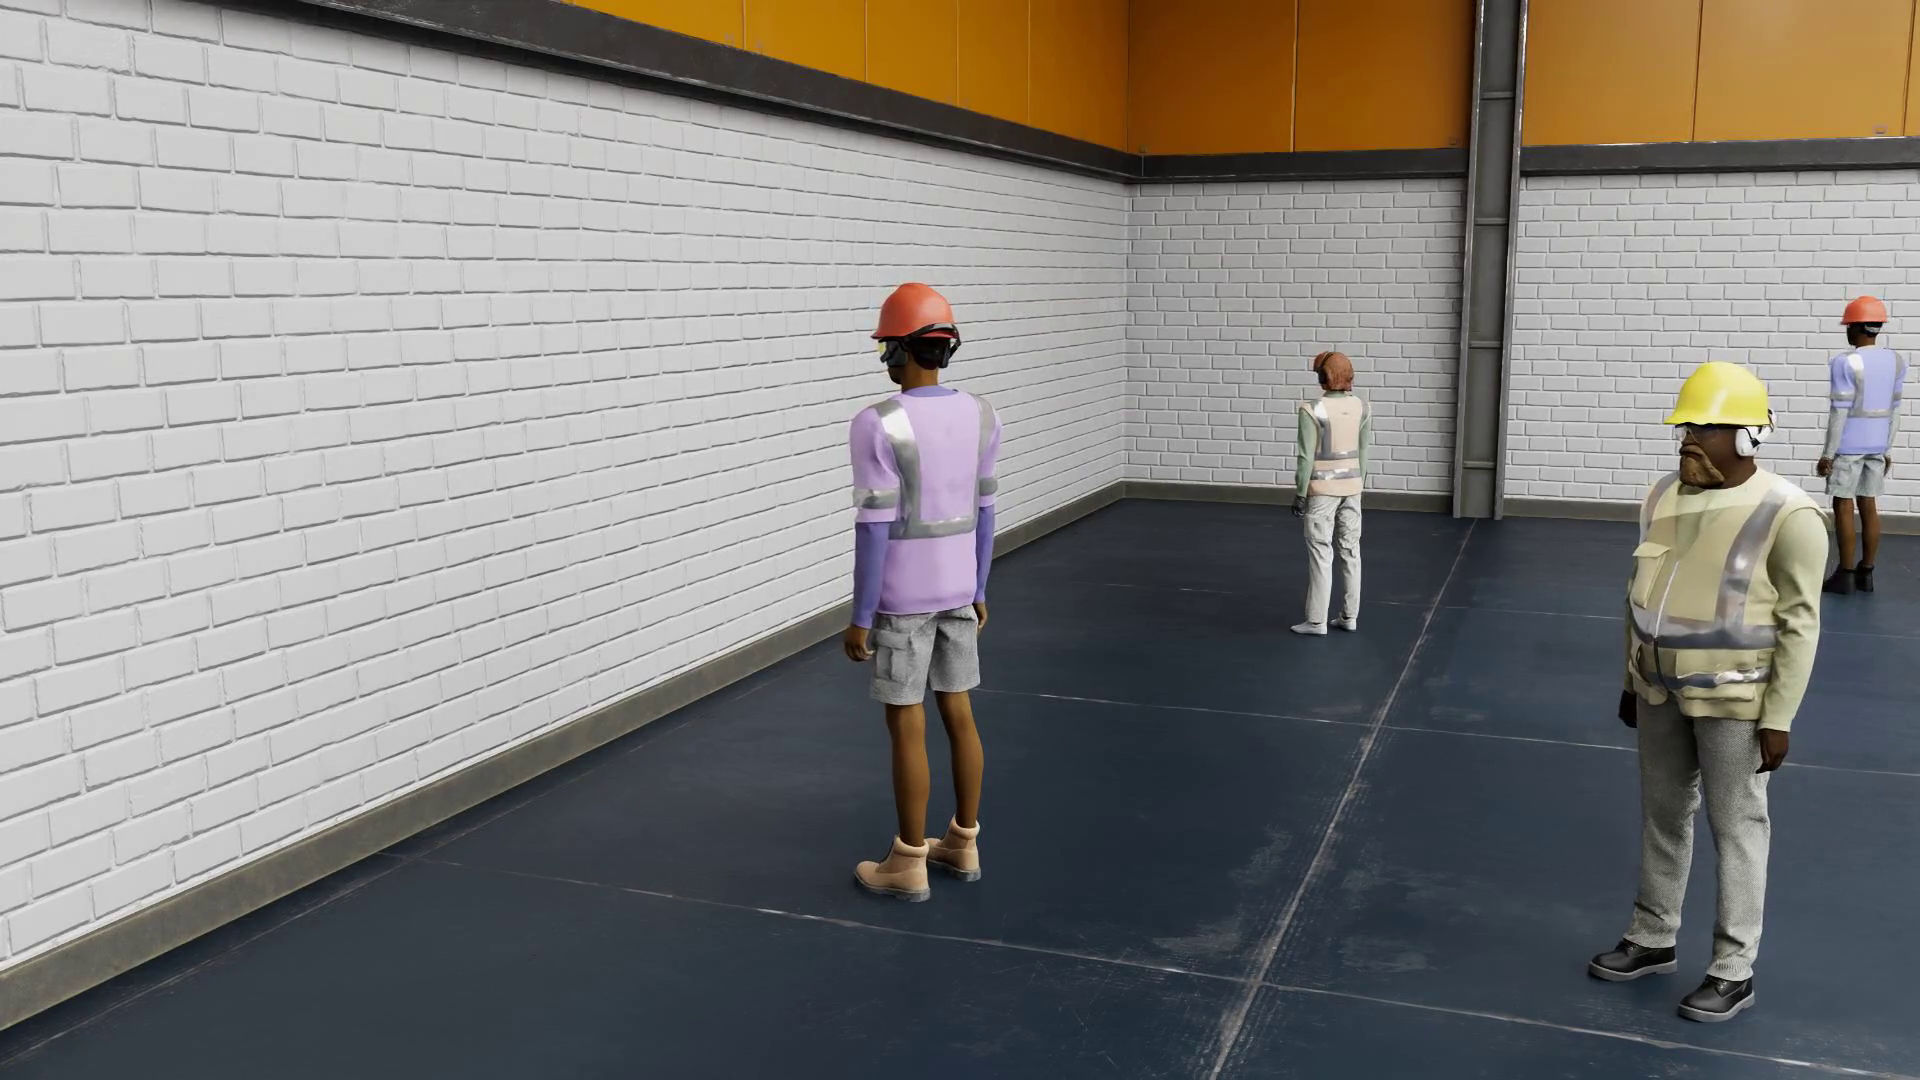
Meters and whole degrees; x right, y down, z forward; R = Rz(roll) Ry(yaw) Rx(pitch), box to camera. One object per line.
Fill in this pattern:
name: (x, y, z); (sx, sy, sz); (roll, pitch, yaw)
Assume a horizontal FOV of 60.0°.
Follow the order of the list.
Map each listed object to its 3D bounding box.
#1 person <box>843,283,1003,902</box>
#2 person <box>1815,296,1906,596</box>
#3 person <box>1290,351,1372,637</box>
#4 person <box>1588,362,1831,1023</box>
person: (-0.142, 0.177, 5.543); (0.605, 2.044, 0.374); (-9, 12, -43)
person: (5.828, -0.603, 10.814); (0.562, 1.933, 0.425); (-3, 9, -18)
person: (2.131, -0.259, 9.542); (0.511, 1.641, 0.307); (-5, 10, -28)
person: (2.092, 0.418, 4.685); (0.403, 1.833, 0.591); (-4, 10, -26)
